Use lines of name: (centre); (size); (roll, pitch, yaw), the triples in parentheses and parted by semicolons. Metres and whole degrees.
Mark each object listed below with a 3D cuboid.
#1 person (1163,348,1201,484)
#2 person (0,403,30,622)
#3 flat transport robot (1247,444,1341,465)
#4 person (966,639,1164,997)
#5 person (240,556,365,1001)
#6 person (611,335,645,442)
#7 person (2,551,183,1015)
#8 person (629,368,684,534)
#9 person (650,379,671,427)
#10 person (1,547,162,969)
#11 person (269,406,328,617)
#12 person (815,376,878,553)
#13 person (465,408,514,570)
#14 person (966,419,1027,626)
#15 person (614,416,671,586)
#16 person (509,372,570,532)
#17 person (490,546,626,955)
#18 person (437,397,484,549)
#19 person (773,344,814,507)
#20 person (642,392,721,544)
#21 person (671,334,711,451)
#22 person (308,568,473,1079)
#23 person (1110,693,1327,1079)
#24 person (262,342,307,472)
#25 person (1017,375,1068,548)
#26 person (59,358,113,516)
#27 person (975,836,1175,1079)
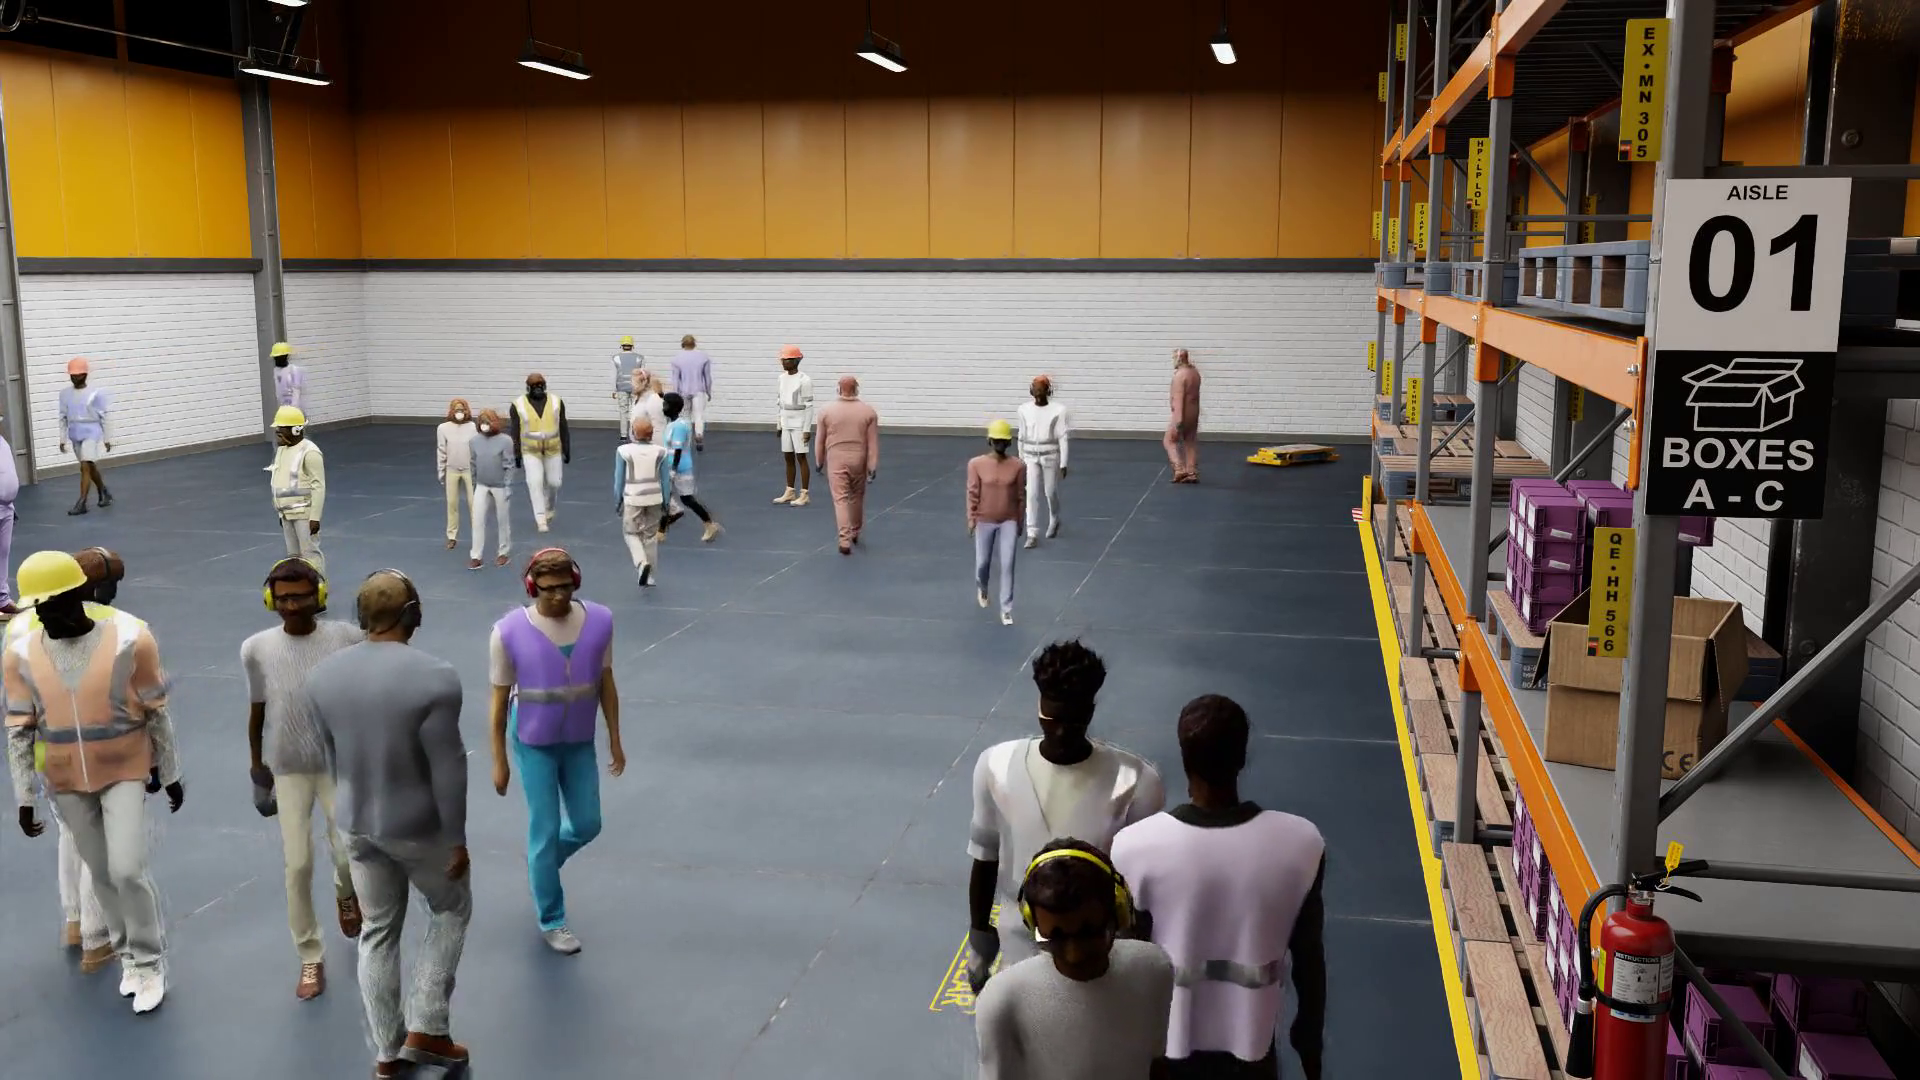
person: (3.070, -1.702, 22.942); (0.481, 1.886, 0.662); (7, 12, 37)
person: (-8.261, -0.264, 14.222); (0.407, 1.904, 0.639); (-1, 9, -4)
flat transport robot: (5.127, -1.316, 25.458); (1.431, 0.197, 0.652); (-7, 12, -38)
person: (0.341, 1.231, 5.137); (0.630, 1.937, 0.613); (3, 10, 18)
person: (-2.735, 0.955, 7.052); (0.538, 1.846, 0.623); (-3, 10, -19)
person: (-5.663, -2.587, 28.424); (0.591, 1.834, 0.404); (-3, 10, -15)
person: (-3.521, 0.980, 6.730); (0.615, 1.896, 0.657); (-1, 10, -8)
person: (-3.459, -1.013, 18.796); (0.626, 1.884, 0.670); (-4, 10, -24)
person: (-3.838, -1.200, 20.751); (0.507, 1.605, 0.708); (-8, 13, -41)
person: (-3.790, 0.937, 7.269); (0.651, 1.813, 0.564); (0, 9, -2)
person: (-5.696, -0.242, 14.302); (0.600, 1.829, 0.404); (8, 12, 39)
person: (-1.214, -0.819, 17.719); (0.646, 1.853, 1.010); (-2, 10, -13)
person: (-4.676, -0.496, 16.505); (0.504, 1.602, 0.753); (1, 9, 7)
person: (0.307, -0.178, 14.166); (0.529, 1.746, 0.614); (-1, 9, -5)
person: (-2.945, -0.340, 15.512); (0.528, 1.621, 0.537); (-4, 10, -23)
person: (-4.808, -1.018, 19.026); (0.655, 1.825, 0.631); (-4, 10, -23)
person: (-1.835, 0.903, 7.438); (0.602, 1.816, 0.567); (-8, 12, -39)
person: (-5.309, -0.710, 17.754); (0.505, 1.628, 0.276); (-1, 9, -6)
person: (-2.098, -1.436, 20.856); (0.388, 2.045, 0.605); (-9, 13, -44)
person: (-3.023, -0.778, 18.036); (0.804, 1.664, 0.533); (-5, 11, -28)
person: (-4.365, -2.397, 27.072); (0.637, 1.911, 0.881); (-1, 10, -9)
person: (-2.086, 1.060, 6.196); (0.643, 1.916, 0.476); (2, 10, 13)
person: (0.697, 1.355, 4.495); (0.605, 1.895, 0.838); (0, 9, 1)
person: (-9.848, -1.915, 24.194); (0.588, 1.894, 0.836); (5, 11, 28)
person: (0.909, -0.876, 18.089); (0.584, 1.851, 0.949); (3, 10, 17)
person: (-10.738, -1.290, 20.452); (0.545, 1.899, 1.000); (1, 9, 3)
person: (0.294, 1.519, 3.759); (0.605, 1.822, 0.803); (-4, 10, -24)
